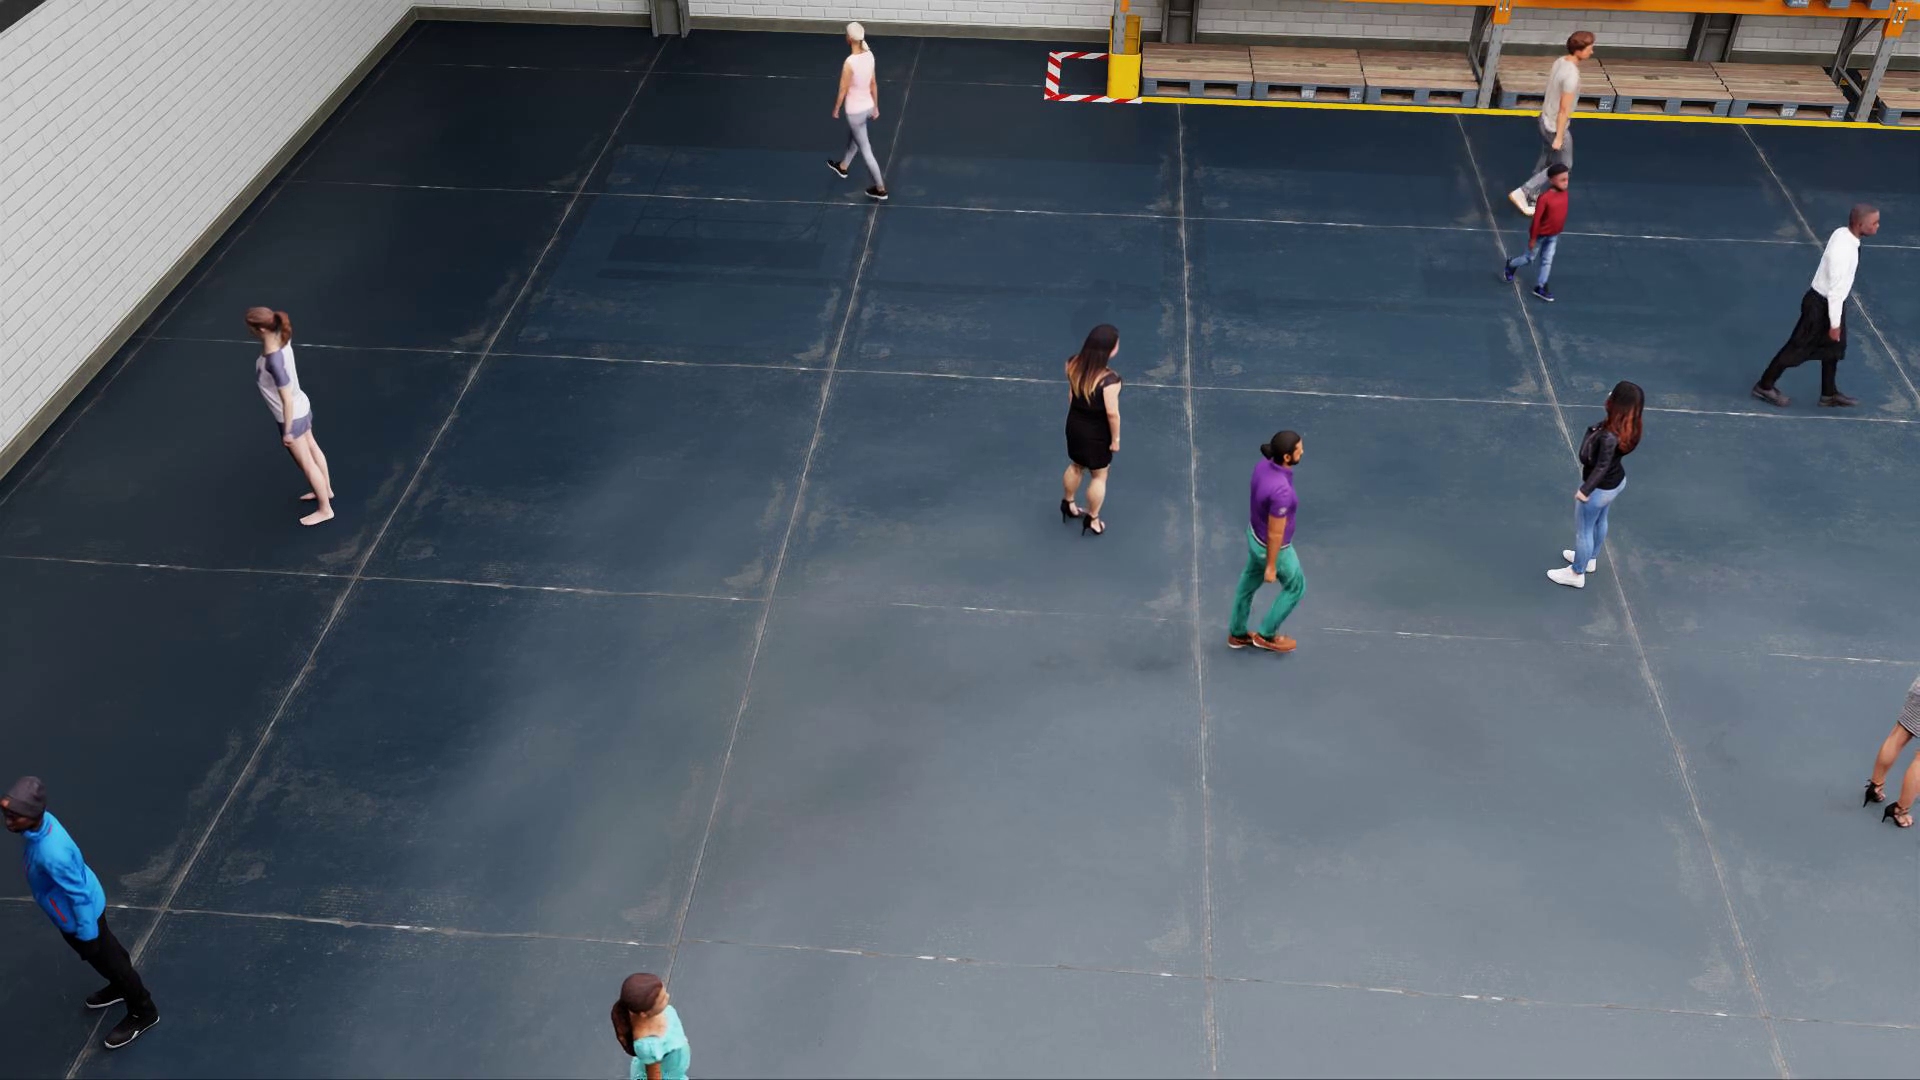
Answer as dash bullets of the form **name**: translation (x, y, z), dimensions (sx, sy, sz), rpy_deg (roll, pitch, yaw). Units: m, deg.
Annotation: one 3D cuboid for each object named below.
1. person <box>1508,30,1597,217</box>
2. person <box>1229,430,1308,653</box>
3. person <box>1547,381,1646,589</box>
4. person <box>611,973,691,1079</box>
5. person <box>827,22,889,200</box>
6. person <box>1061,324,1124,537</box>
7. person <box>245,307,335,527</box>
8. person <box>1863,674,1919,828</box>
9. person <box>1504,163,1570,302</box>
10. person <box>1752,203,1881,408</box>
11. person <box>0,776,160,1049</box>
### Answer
- **person**: translation (5.487, -3.876, 15.605), dimensions (0.726, 1.871, 0.691), rpy_deg (1, 39, 2)
- **person**: translation (1.917, 0.042, 10.787), dimensions (0.761, 1.760, 0.738), rpy_deg (-6, 39, -8)
- **person**: translation (4.408, -0.396, 11.436), dimensions (0.749, 1.634, 0.720), rpy_deg (28, 47, 31)
- **person**: translation (-1.479, 2.545, 7.835), dimensions (1.098, 1.534, 0.883), rpy_deg (-16, 41, -19)
- **person**: translation (-0.916, -4.088, 16.025), dimensions (1.161, 1.678, 0.950), rpy_deg (26, 45, 29)
- **person**: translation (0.930, -0.773, 11.849), dimensions (0.811, 1.709, 0.749), rpy_deg (-29, 47, -31)
- **person**: translation (-4.813, -0.917, 11.984), dimensions (0.645, 1.765, 0.647), rpy_deg (-8, 39, -10)
- **person**: translation (5.651, 0.935, 9.620), dimensions (0.641, 1.822, 0.658), rpy_deg (-11, 40, -13)
- **person**: translation (5.125, -2.744, 14.690), dimensions (0.785, 1.243, 0.773), rpy_deg (-17, 42, -20)
- **person**: translation (6.689, -1.844, 13.107), dimensions (1.143, 1.812, 0.953), rpy_deg (19, 42, 22)
- **person**: translation (-4.482, 1.874, 8.472), dimensions (0.749, 1.787, 0.689), rpy_deg (-28, 46, -30)
